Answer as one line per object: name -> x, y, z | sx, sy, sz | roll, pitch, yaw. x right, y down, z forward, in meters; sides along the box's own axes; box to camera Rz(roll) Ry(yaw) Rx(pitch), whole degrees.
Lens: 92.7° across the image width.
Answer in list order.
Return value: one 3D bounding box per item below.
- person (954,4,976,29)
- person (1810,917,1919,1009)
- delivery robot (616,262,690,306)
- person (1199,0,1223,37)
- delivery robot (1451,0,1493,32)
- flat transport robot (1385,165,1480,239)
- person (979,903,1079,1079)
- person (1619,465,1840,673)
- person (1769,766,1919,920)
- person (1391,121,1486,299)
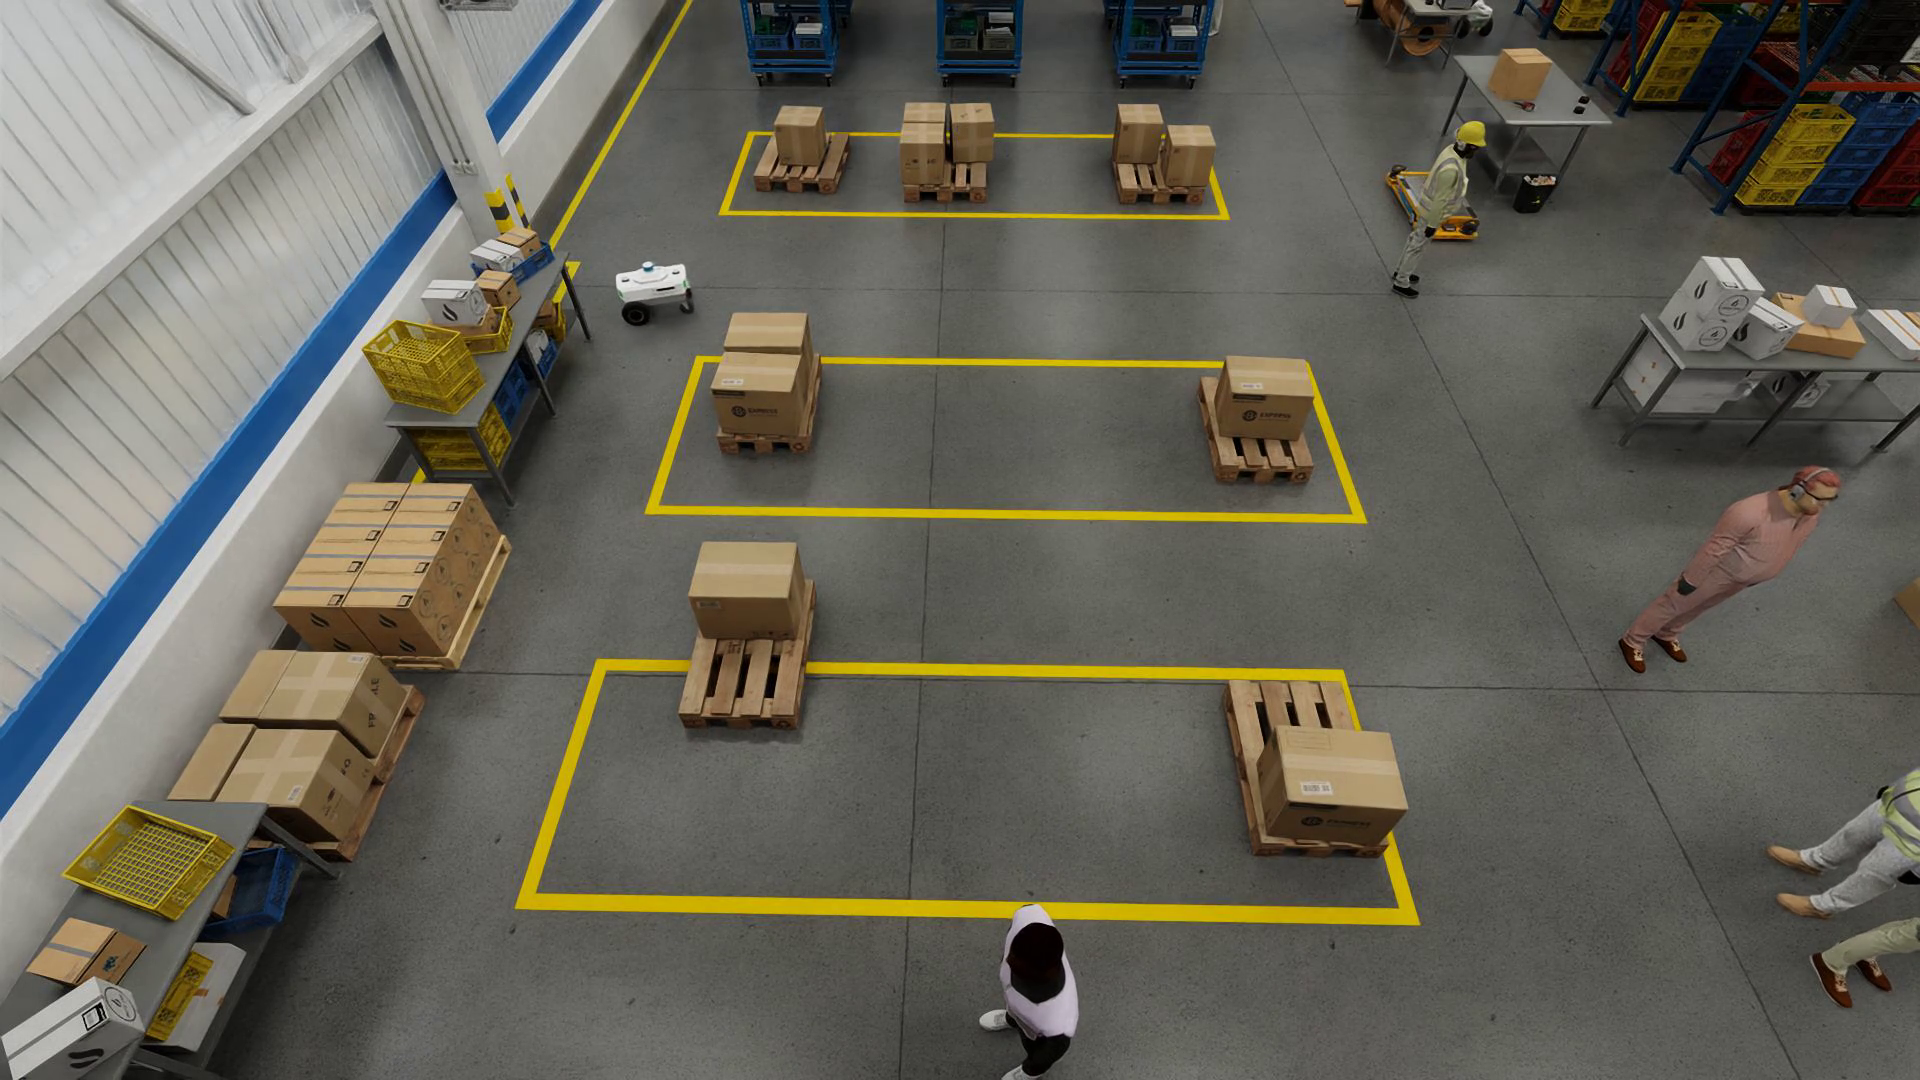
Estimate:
person -> 0.056, -8.443, 13.695 | 0.615, 1.995, 0.384 | 31, 56, 24
person -> 5.297, 1.971, 4.763 | 0.514, 1.866, 0.332 | -11, 50, -9
delivery robot -> -3.203, -2.670, 9.576 | 0.707, 0.478, 0.477 | -12, 50, -9
person -> 3.974, -8.707, 14.159 | 0.314, 1.632, 0.518 | -25, 54, -20
delivery robot -> 8.113, -8.429, 14.565 | 0.477, 0.478, 0.707 | -10, 50, -8
flat transport robot -> 5.692, -4.094, 11.059 | 0.652, 0.197, 1.431 | 1, 49, 1
person -> 0.355, 2.260, 4.478 | 0.392, 1.919, 0.591 | -13, 50, -11
person -> 5.239, 0.221, 6.247 | 0.639, 1.913, 0.409 | -10, 50, -9
person -> 5.312, 1.602, 5.104 | 0.430, 1.835, 0.643 | 18, 52, 15
person -> 4.905, -3.395, 9.430 | 0.404, 1.827, 0.600 | 17, 51, 14
